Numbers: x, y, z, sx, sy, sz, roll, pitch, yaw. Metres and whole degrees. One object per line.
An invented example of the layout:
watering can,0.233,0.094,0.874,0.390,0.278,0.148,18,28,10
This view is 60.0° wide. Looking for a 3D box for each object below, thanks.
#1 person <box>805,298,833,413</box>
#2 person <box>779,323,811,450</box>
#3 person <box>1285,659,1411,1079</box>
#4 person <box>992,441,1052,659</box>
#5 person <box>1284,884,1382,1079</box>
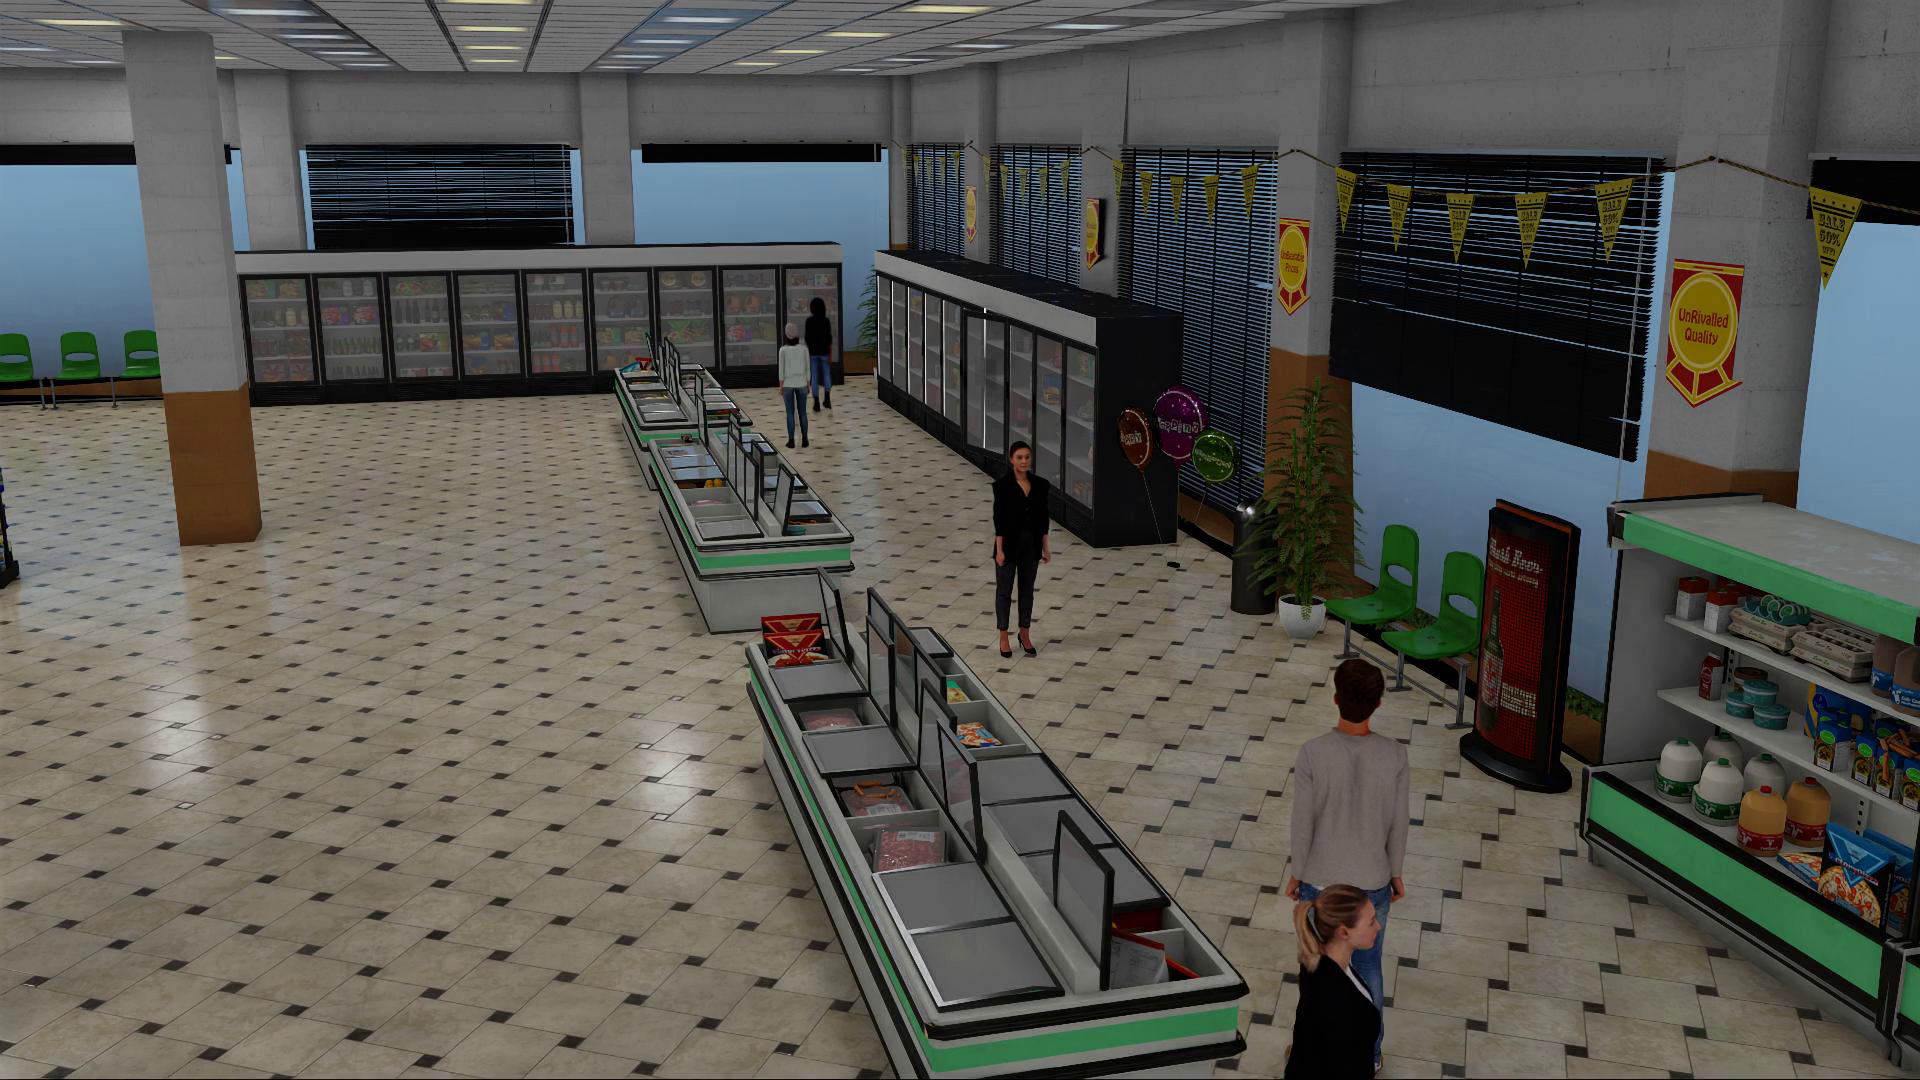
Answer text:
person,-2.095,-2.724,24.643,0.582,1.686,0.594,-2,14,-9
person,-2.179,-2.043,21.919,0.571,1.647,0.475,-4,14,-16
person,1.643,1.428,7.060,0.723,1.905,0.688,1,14,2
person,0.456,0.059,13.098,0.669,1.719,0.613,-6,15,-23
person,1.101,1.939,5.479,0.958,1.658,1.088,1,14,6
